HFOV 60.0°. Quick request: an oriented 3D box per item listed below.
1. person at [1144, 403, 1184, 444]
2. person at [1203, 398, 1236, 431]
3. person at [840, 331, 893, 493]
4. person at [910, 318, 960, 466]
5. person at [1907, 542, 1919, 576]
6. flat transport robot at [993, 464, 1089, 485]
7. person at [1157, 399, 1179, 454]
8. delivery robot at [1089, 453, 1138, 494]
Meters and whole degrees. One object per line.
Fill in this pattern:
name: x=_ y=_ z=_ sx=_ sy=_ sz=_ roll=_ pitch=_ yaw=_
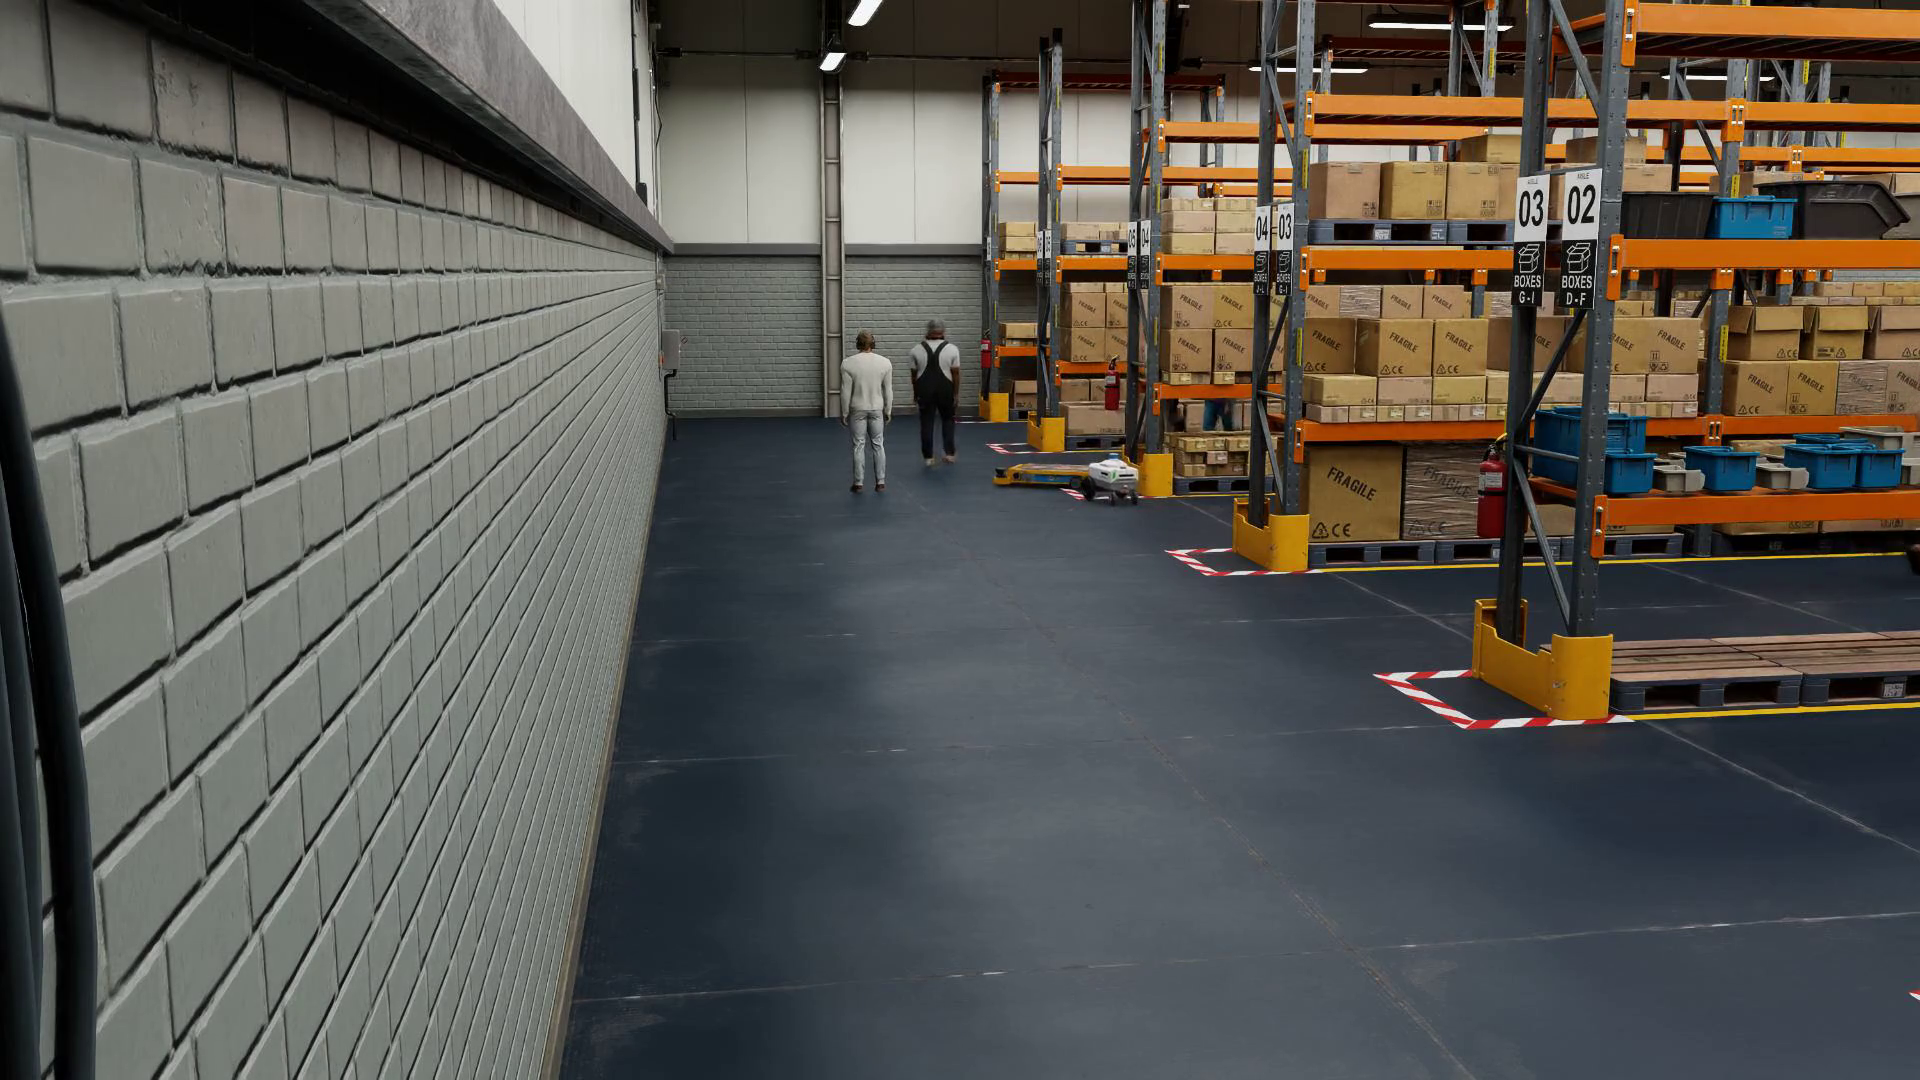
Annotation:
person: x=2.796 y=-1.913 z=22.017 sx=0.921 sy=2.004 sz=0.620 roll=-4 pitch=10 yaw=-23
person: x=3.394 y=-1.775 z=21.918 sx=0.577 sy=1.782 sz=1.013 roll=7 pitch=11 yaw=36
person: x=-1.120 y=-1.530 z=19.899 sx=0.637 sy=1.936 sz=0.355 roll=-2 pitch=10 yaw=-15
person: x=-0.315 y=-2.049 z=22.785 sx=0.704 sy=2.000 sz=0.799 roll=2 pitch=9 yaw=9
person: x=8.365 y=-0.533 z=13.901 sx=0.545 sy=1.887 sz=0.663 roll=-1 pitch=9 yaw=-5
flat transport robot: x=1.183 y=-0.800 z=20.528 sx=1.431 sy=0.197 sz=0.652 roll=3 pitch=10 yaw=16
person: x=2.541 y=-1.614 z=20.674 sx=0.333 sy=1.860 sz=0.509 roll=-4 pitch=10 yaw=-24
delivery robot: x=1.758 y=-0.751 z=19.058 sx=0.477 sy=0.478 sz=0.707 roll=-3 pitch=10 yaw=-19
